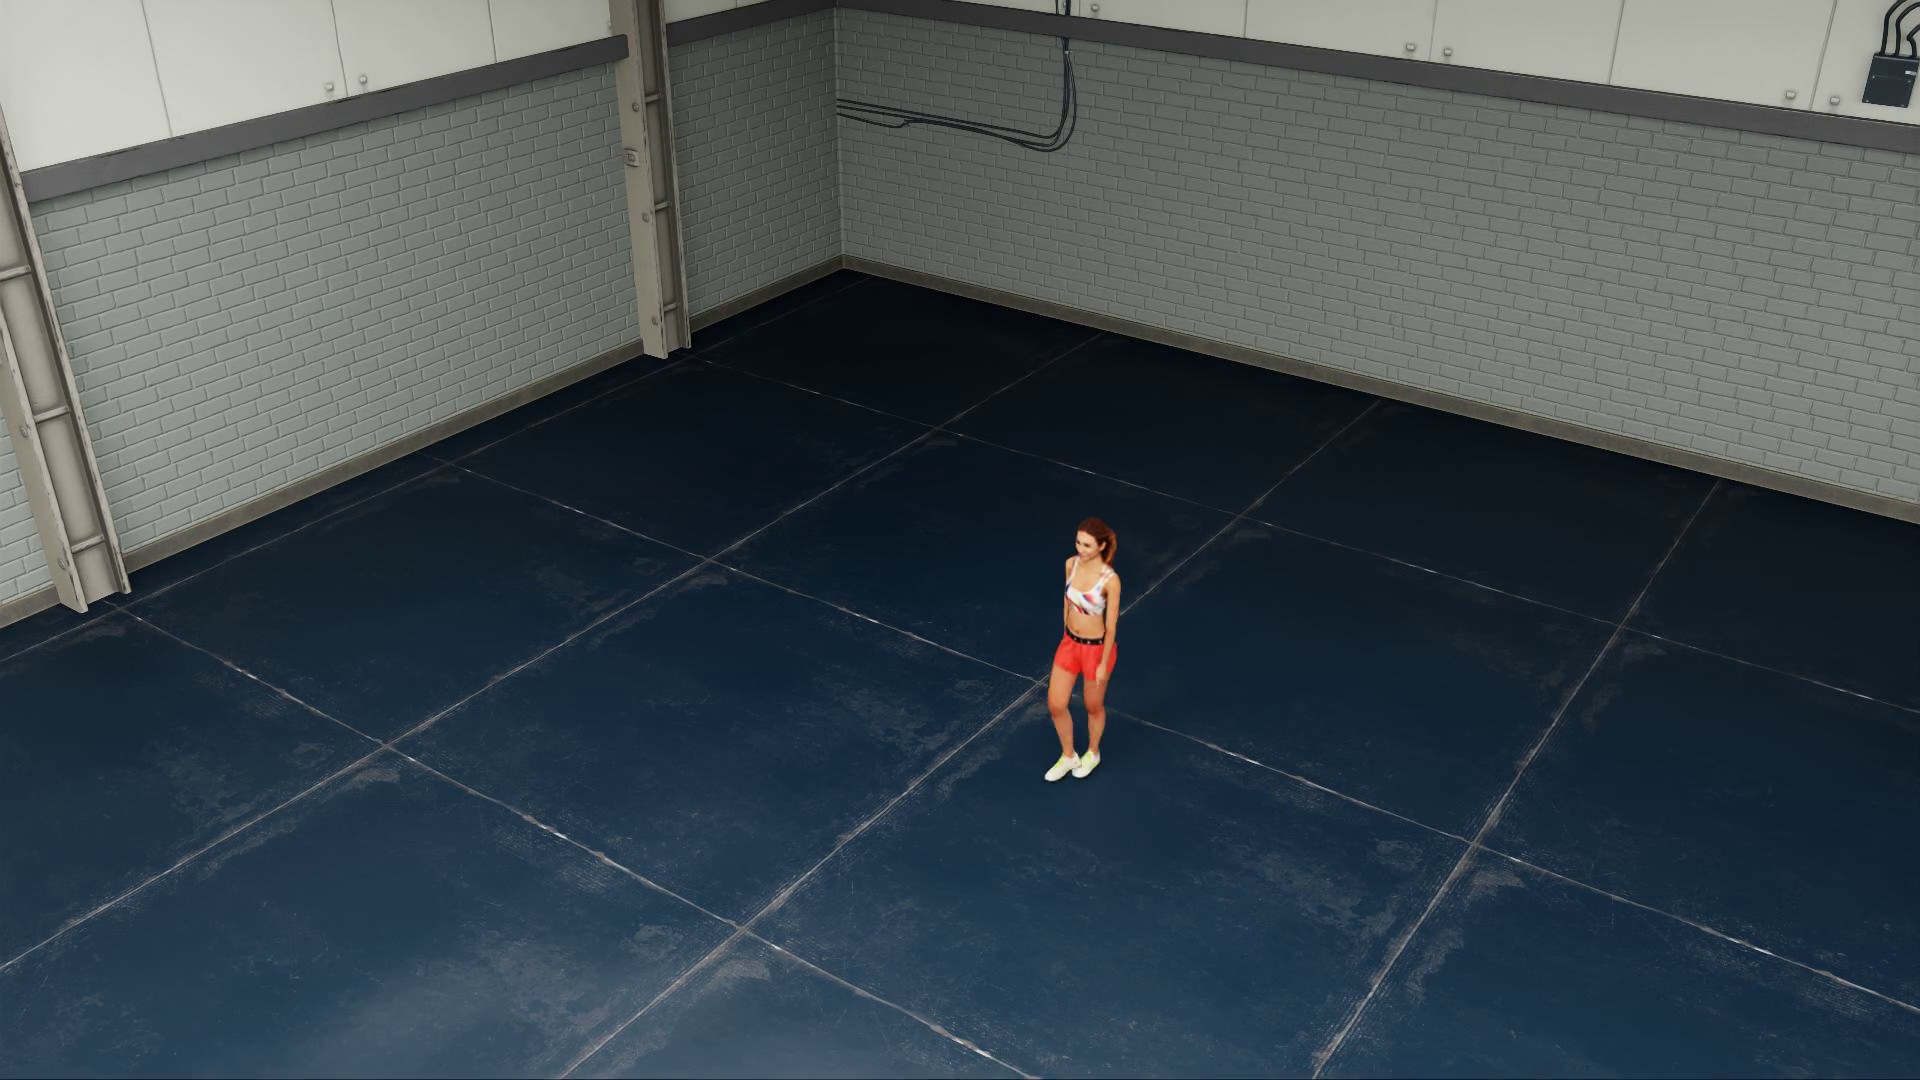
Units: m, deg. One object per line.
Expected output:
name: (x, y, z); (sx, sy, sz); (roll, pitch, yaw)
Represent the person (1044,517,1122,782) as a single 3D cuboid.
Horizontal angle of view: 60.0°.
person: (0.814, 0.629, 9.925); (0.615, 1.780, 0.683); (22, 35, 36)
